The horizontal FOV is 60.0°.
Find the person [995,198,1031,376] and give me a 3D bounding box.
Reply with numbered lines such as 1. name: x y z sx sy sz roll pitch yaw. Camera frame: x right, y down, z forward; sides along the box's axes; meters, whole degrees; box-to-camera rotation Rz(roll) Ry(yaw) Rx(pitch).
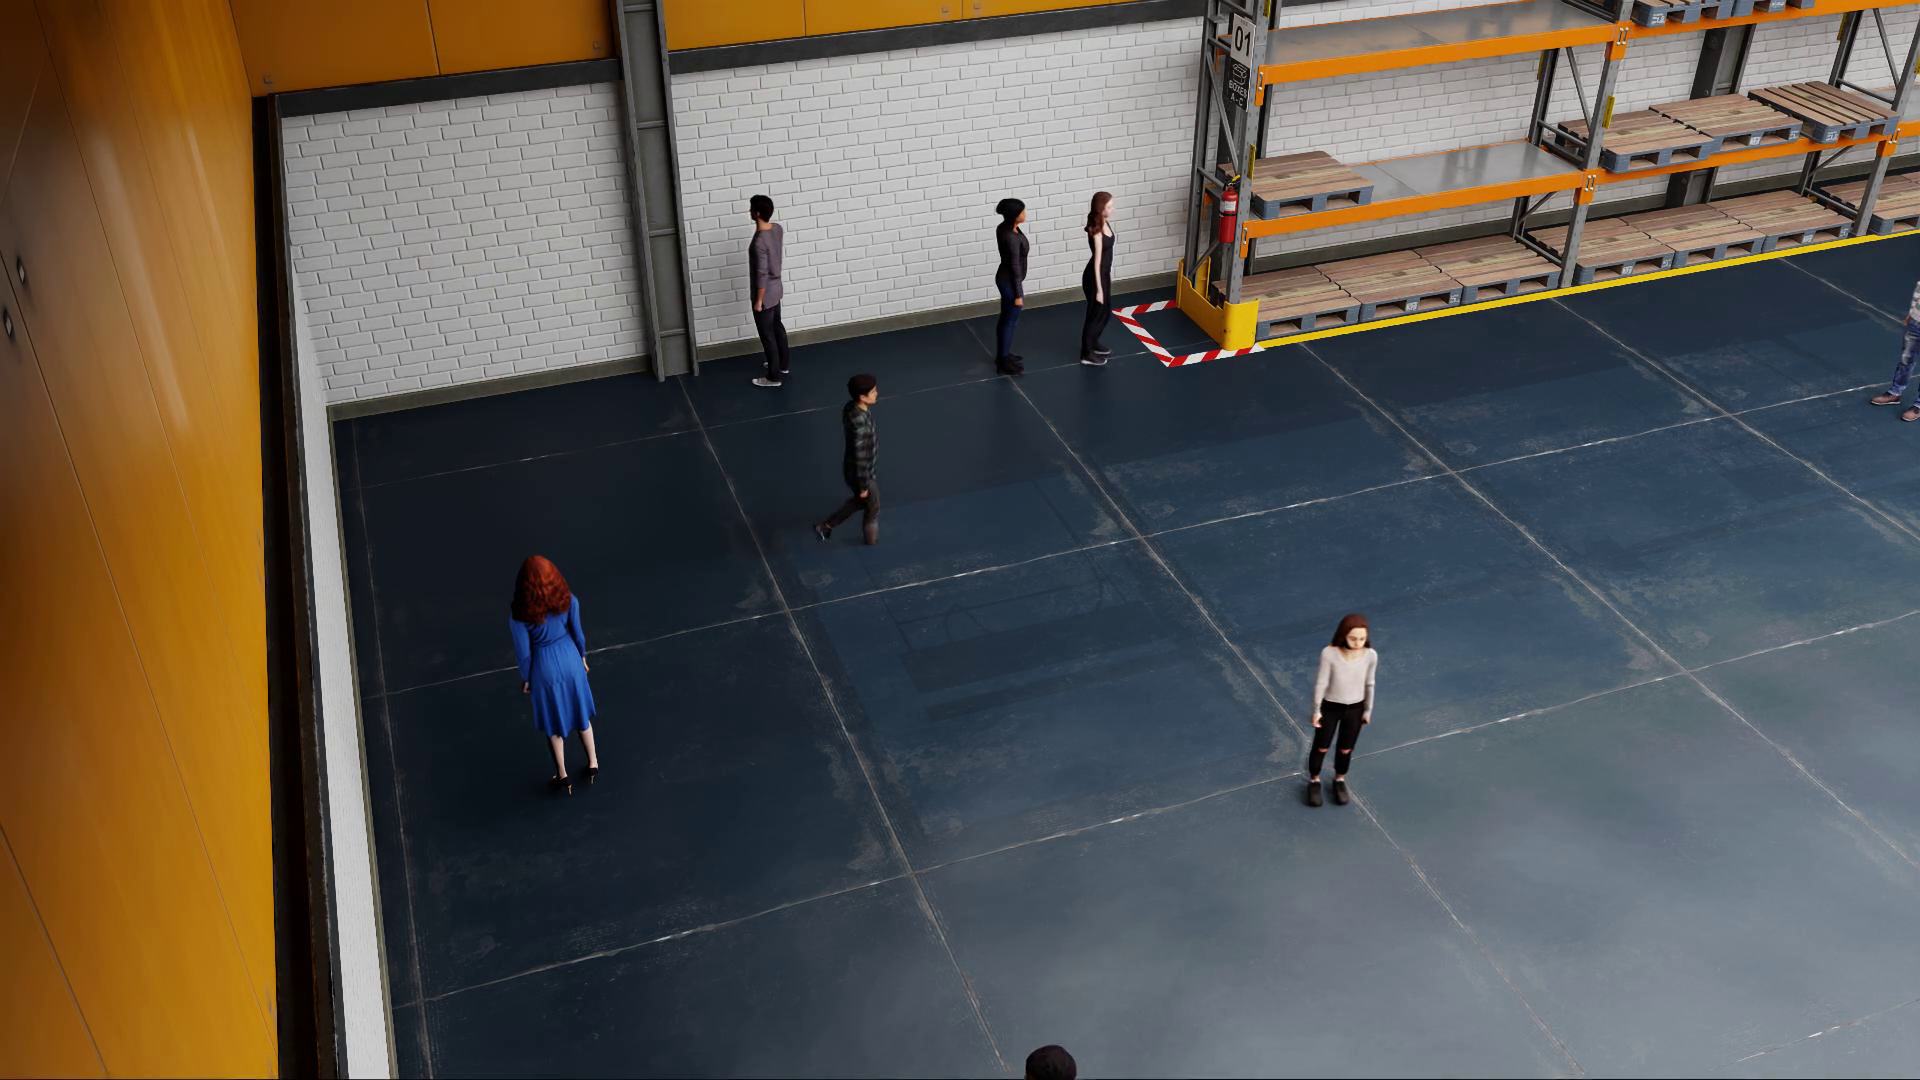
1. person: 0.458 -2.393 15.675 0.598 1.746 0.659 -5 34 -7

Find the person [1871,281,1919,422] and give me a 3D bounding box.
1. person: 8.755 -1.975 14.950 0.518 1.853 0.640 -12 35 -17

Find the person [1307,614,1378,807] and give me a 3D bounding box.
1. person: 2.448 1.071 10.701 0.525 1.483 0.664 0 34 -1

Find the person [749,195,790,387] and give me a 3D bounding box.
1. person: -1.787 -2.331 15.485 0.755 1.853 0.747 8 34 12

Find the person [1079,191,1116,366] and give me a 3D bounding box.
1. person: 1.296 -2.498 15.841 0.694 1.738 0.668 8 34 12

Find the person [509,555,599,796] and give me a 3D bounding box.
1. person: -2.595 0.880 10.677 0.557 1.828 0.700 -17 37 -24

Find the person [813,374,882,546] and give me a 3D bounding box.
1. person: -0.863 -0.563 13.304 0.933 1.696 0.763 -6 34 -9
